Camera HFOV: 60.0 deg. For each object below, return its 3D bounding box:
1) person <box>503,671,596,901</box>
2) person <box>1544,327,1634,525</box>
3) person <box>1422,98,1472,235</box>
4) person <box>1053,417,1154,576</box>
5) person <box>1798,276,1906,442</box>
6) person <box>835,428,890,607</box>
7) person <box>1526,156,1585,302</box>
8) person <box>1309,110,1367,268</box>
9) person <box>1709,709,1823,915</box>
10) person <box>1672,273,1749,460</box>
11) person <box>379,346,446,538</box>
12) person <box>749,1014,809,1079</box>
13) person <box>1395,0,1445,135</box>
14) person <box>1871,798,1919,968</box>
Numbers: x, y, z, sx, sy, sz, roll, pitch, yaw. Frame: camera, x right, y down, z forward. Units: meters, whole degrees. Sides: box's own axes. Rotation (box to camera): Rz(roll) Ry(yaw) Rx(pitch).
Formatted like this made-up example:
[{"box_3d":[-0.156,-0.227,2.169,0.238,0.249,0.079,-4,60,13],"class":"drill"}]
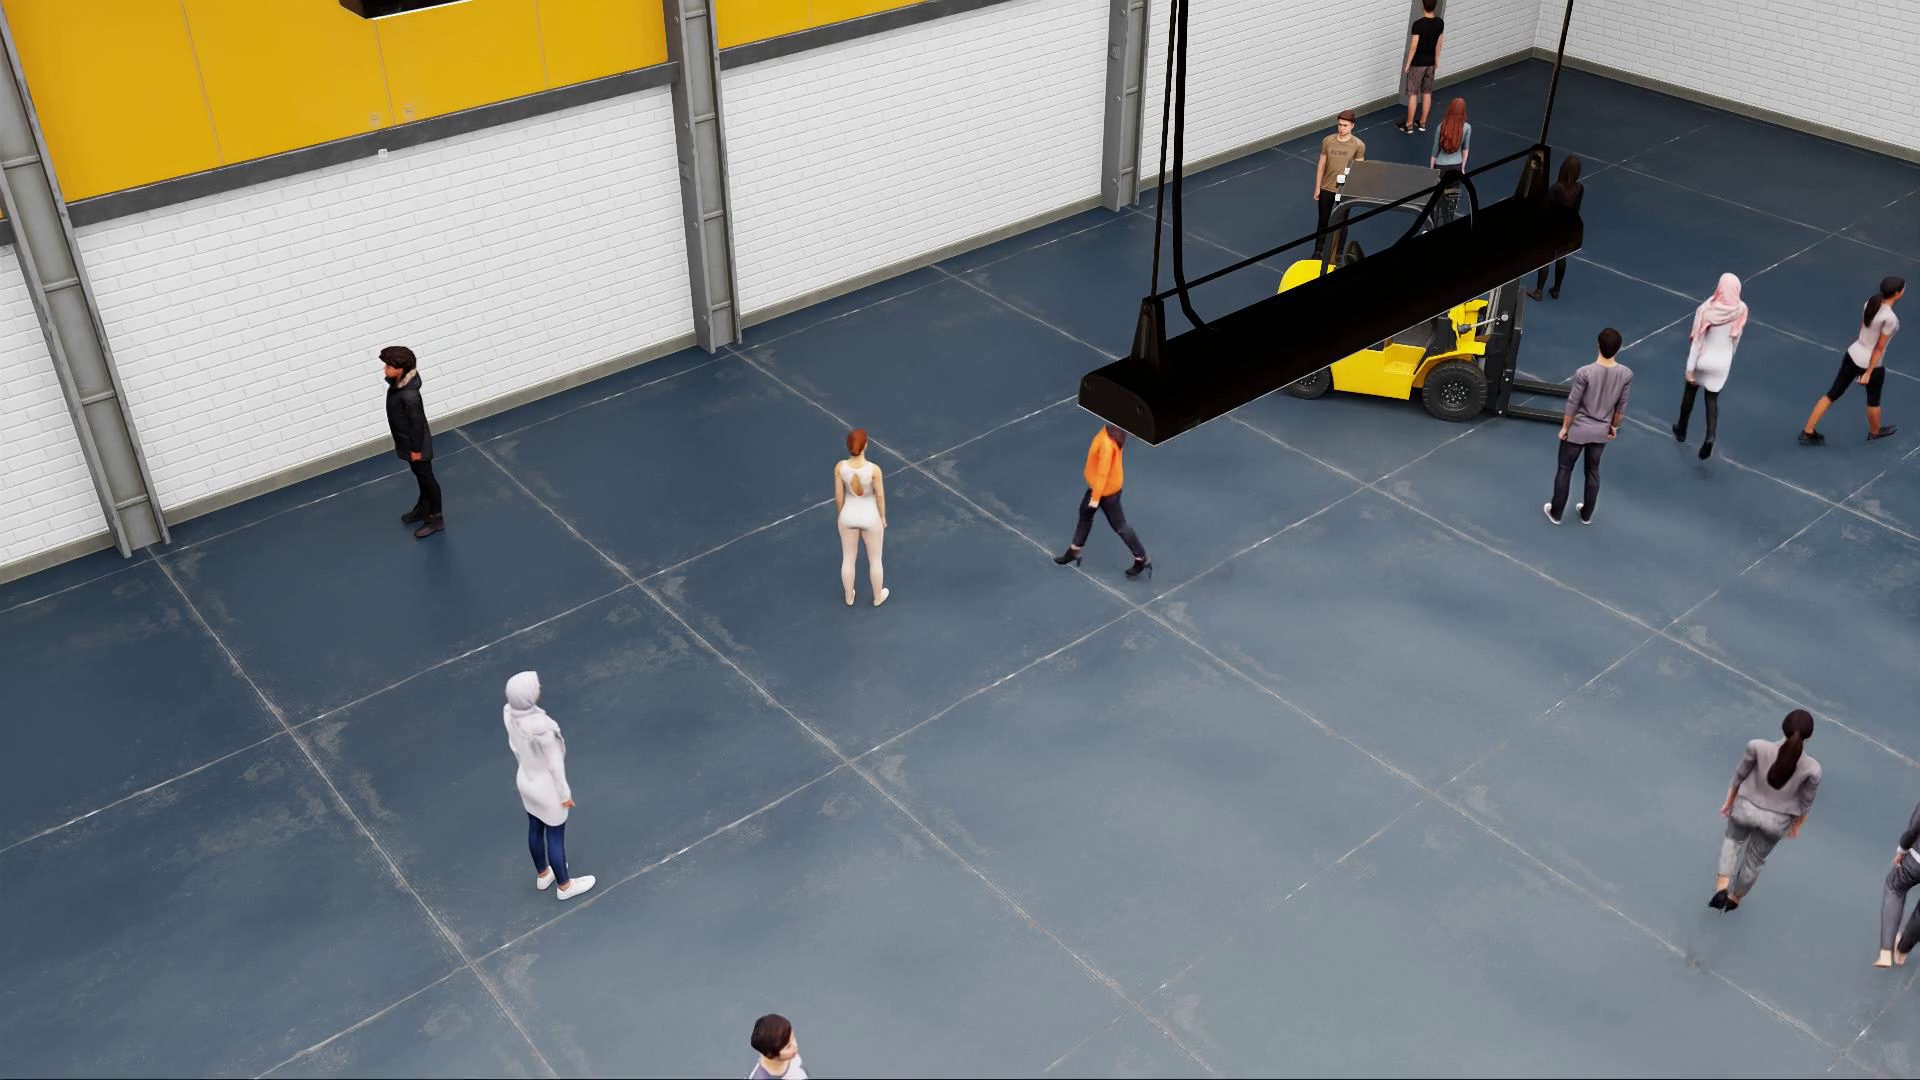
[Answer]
[{"box_3d":[-2.689,1.575,10.662,0.640,1.775,0.575,26,42,34],"class":"person"},{"box_3d":[5.456,-0.974,14.430,0.690,1.849,0.796,-2,34,-4],"class":"person"},{"box_3d":[5.740,-4.351,19.607,0.668,1.743,0.732,2,34,3],"class":"person"},{"box_3d":[1.299,-0.412,13.708,1.120,1.711,1.098,5,34,8],"class":"person"},{"box_3d":[8.351,-1.627,15.553,1.227,1.694,0.985,-6,34,-9],"class":"person"},{"box_3d":[-0.801,-0.175,13.412,0.610,1.644,0.662,4,34,6],"class":"person"},{"box_3d":[6.596,-3.432,18.314,0.602,1.642,0.708,-4,34,-7],"class":"person"},{"box_3d":[4.313,-4.002,18.984,0.752,1.851,0.725,14,36,20],"class":"person"},{"box_3d":[5.012,1.782,10.448,0.713,1.667,0.737,21,39,28],"class":"person"},{"box_3d":[6.975,-1.583,15.408,1.036,1.781,1.114,3,34,5],"class":"person"},{"box_3d":[-4.715,-0.885,14.357,0.638,1.781,0.653,-19,38,-26],"class":"person"},{"box_3d":[-1.011,3.031,8.707,1.030,1.514,1.016,5,34,8],"class":"person"},{"box_3d":[6.326,-6.521,22.765,0.641,1.861,0.815,-11,35,-16],"class":"person"},{"box_3d":[5.912,1.991,10.054,0.780,1.755,0.900,16,37,23],"class":"person"}]
